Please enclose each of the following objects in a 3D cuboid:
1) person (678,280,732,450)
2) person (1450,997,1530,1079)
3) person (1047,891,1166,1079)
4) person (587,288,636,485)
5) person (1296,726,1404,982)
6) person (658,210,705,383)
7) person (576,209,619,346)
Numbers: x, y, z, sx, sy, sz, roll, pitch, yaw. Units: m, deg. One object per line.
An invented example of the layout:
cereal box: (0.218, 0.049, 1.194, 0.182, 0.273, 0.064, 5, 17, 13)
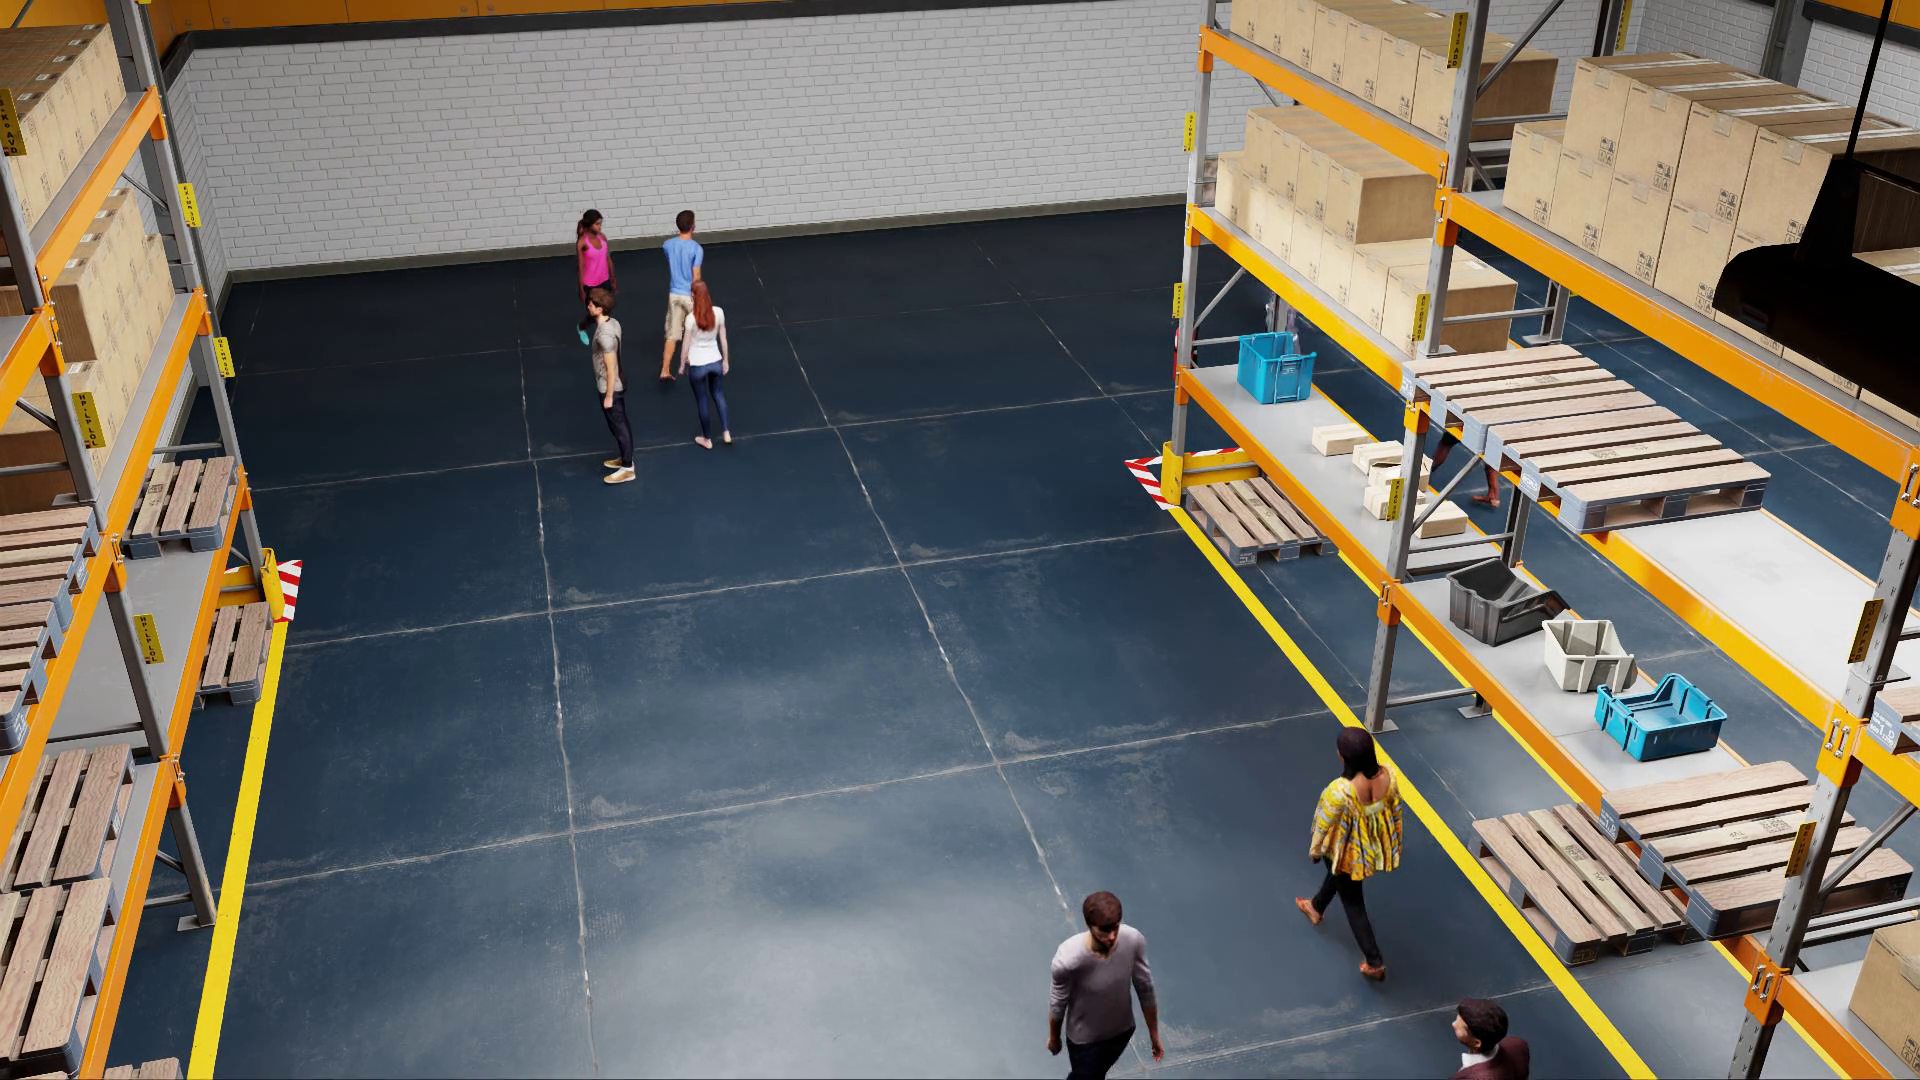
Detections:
person: (-2.444, -1.664, 16.152, 0.694, 1.730, 0.710, -19, 34, -31)
person: (2.472, 2.891, 7.695, 0.944, 1.834, 1.068, -21, 35, -34)
person: (0.675, 2.461, 8.529, 0.836, 1.789, 1.233, -13, 31, -23)
person: (-3.267, -1.456, 15.601, 0.740, 1.893, 0.514, -4, 29, -7)
person: (2.356, 1.884, 9.778, 0.914, 1.606, 1.161, -17, 33, -28)
person: (-2.967, -2.548, 17.668, 1.087, 1.832, 1.305, 9, 30, 16)
person: (-4.057, -2.823, 18.303, 0.965, 1.706, 0.849, 24, 37, 37)
